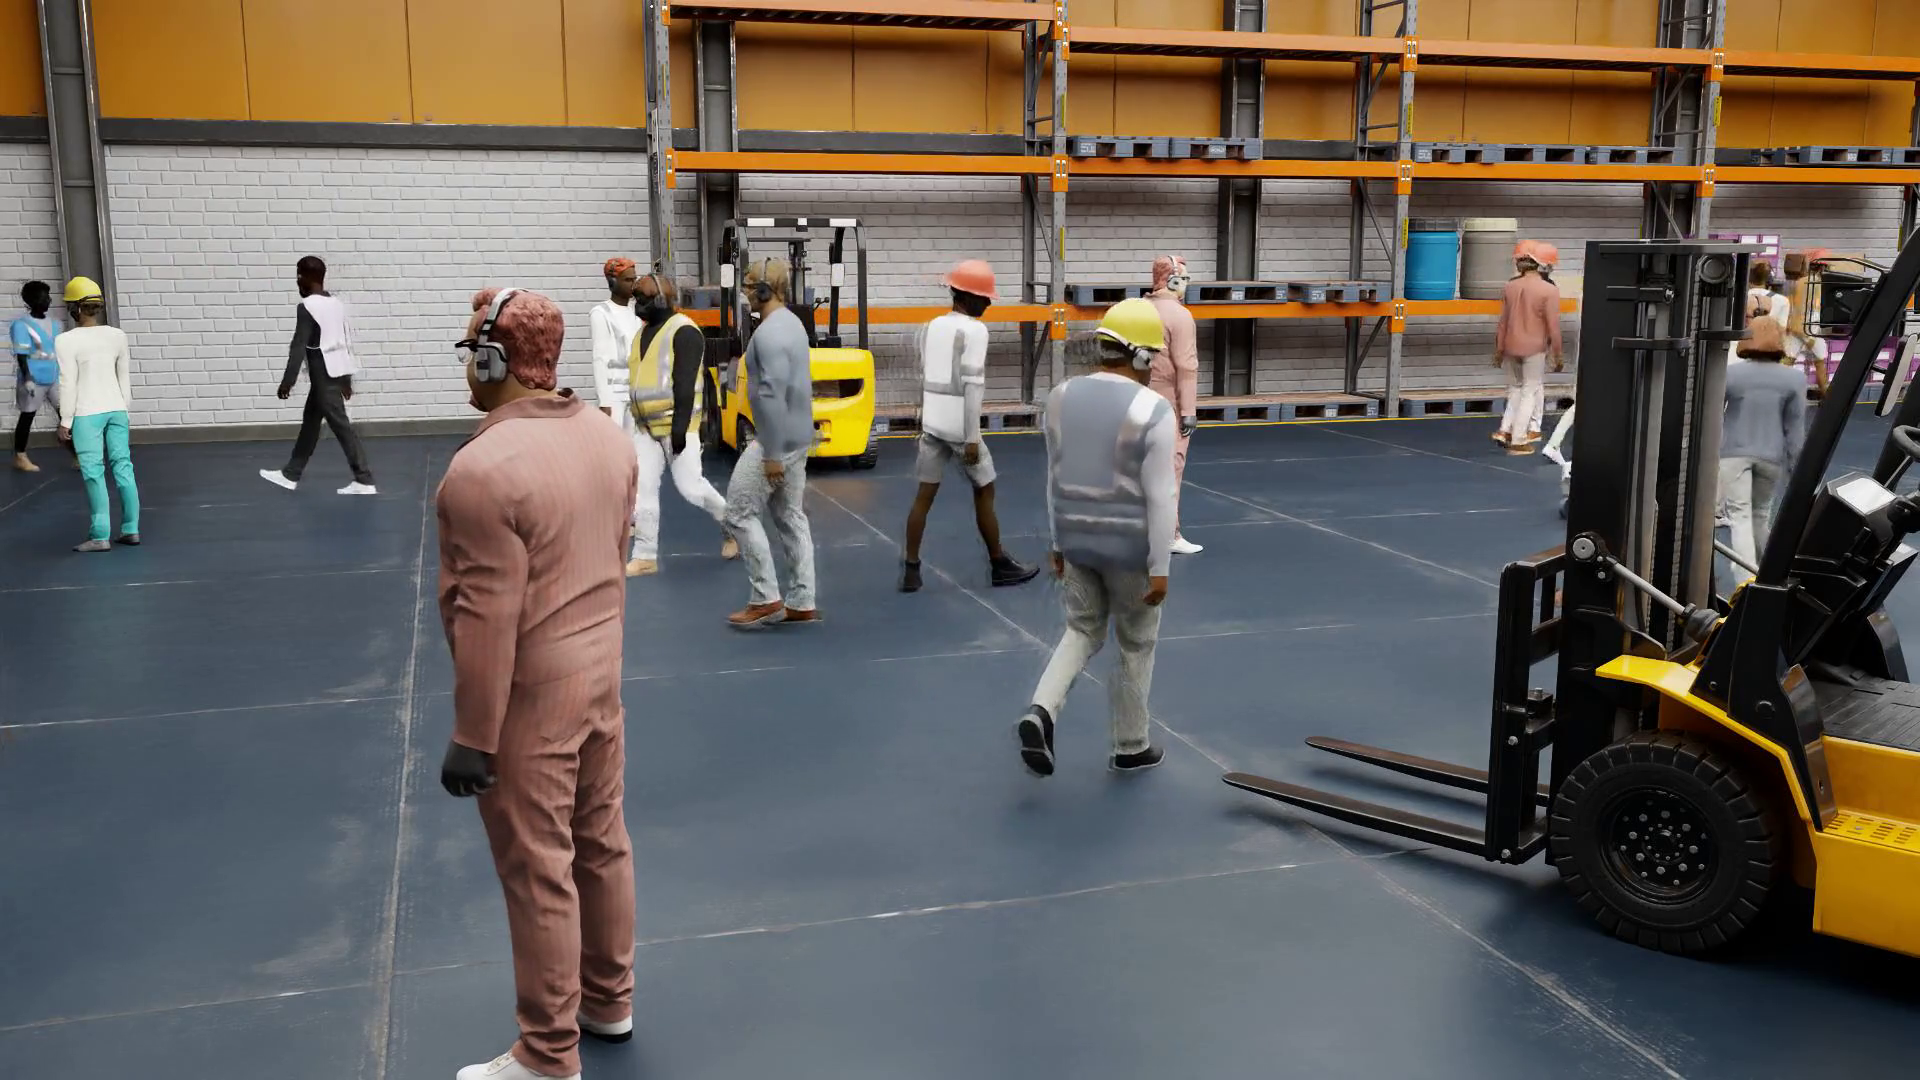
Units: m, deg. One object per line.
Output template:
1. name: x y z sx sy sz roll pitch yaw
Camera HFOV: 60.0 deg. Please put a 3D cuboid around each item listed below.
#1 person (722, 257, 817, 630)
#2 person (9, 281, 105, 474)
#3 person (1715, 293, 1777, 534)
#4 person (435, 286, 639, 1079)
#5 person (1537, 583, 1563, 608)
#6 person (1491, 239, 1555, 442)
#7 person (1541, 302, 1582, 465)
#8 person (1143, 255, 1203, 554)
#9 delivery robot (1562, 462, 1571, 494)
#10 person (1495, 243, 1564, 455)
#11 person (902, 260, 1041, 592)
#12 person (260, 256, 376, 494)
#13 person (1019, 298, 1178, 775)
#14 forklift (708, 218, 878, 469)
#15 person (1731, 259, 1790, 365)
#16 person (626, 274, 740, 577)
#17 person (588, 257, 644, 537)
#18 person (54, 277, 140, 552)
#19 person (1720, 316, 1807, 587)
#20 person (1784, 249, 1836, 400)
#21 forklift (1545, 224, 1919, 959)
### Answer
1. person: -1.015 -0.480 8.535 0.599 1.916 0.651 1 10 5
2. person: -7.788 -1.374 14.163 0.889 1.641 0.548 3 11 18
3. person: 5.364 -0.861 11.391 0.306 1.639 0.523 -3 11 -15
4. person: -1.017 0.363 3.945 0.403 1.911 0.637 4 11 19
5. person: 3.650 -0.560 9.038 0.861 1.904 0.613 -1 10 -3
6. person: 5.593 -1.968 16.488 0.396 1.992 0.623 -5 12 -27
7. person: 5.594 -1.557 14.704 0.897 1.827 0.513 -5 11 -25
8. person: 1.327 -0.866 10.697 0.403 1.904 0.651 -6 12 -29
9. delivery robot: 4.681 -0.474 11.988 0.707 0.478 0.477 -7 12 -34
10. person: 5.290 -1.760 15.454 0.446 1.959 0.645 -6 12 -29
11. person: 0.013 -0.648 9.551 0.831 1.882 0.632 -9 14 -41
12. person: -5.094 -1.282 13.082 0.995 1.868 0.595 0 10 0
13. person: 0.518 0.022 6.094 0.590 1.807 0.651 8 13 38
14. forklift: -1.522 -1.778 14.899 1.214 2.155 2.313 -3 11 -17
15. person: 6.930 -1.524 14.526 0.511 1.830 0.479 6 12 32
16. person: -1.710 -0.701 10.062 0.629 1.811 0.837 10 14 43
17. person: -2.303 -0.970 11.324 0.358 1.882 0.574 3 11 18
18. person: -5.578 -0.802 10.727 0.312 1.768 0.522 4 11 22
19. person: 4.391 -0.450 9.285 0.512 1.584 0.867 2 10 10
20. person: 9.873 -2.433 19.372 0.991 1.888 0.553 -3 11 -15
21. forklift: 2.909 0.117 4.508 2.313 2.155 1.214 9 14 40
